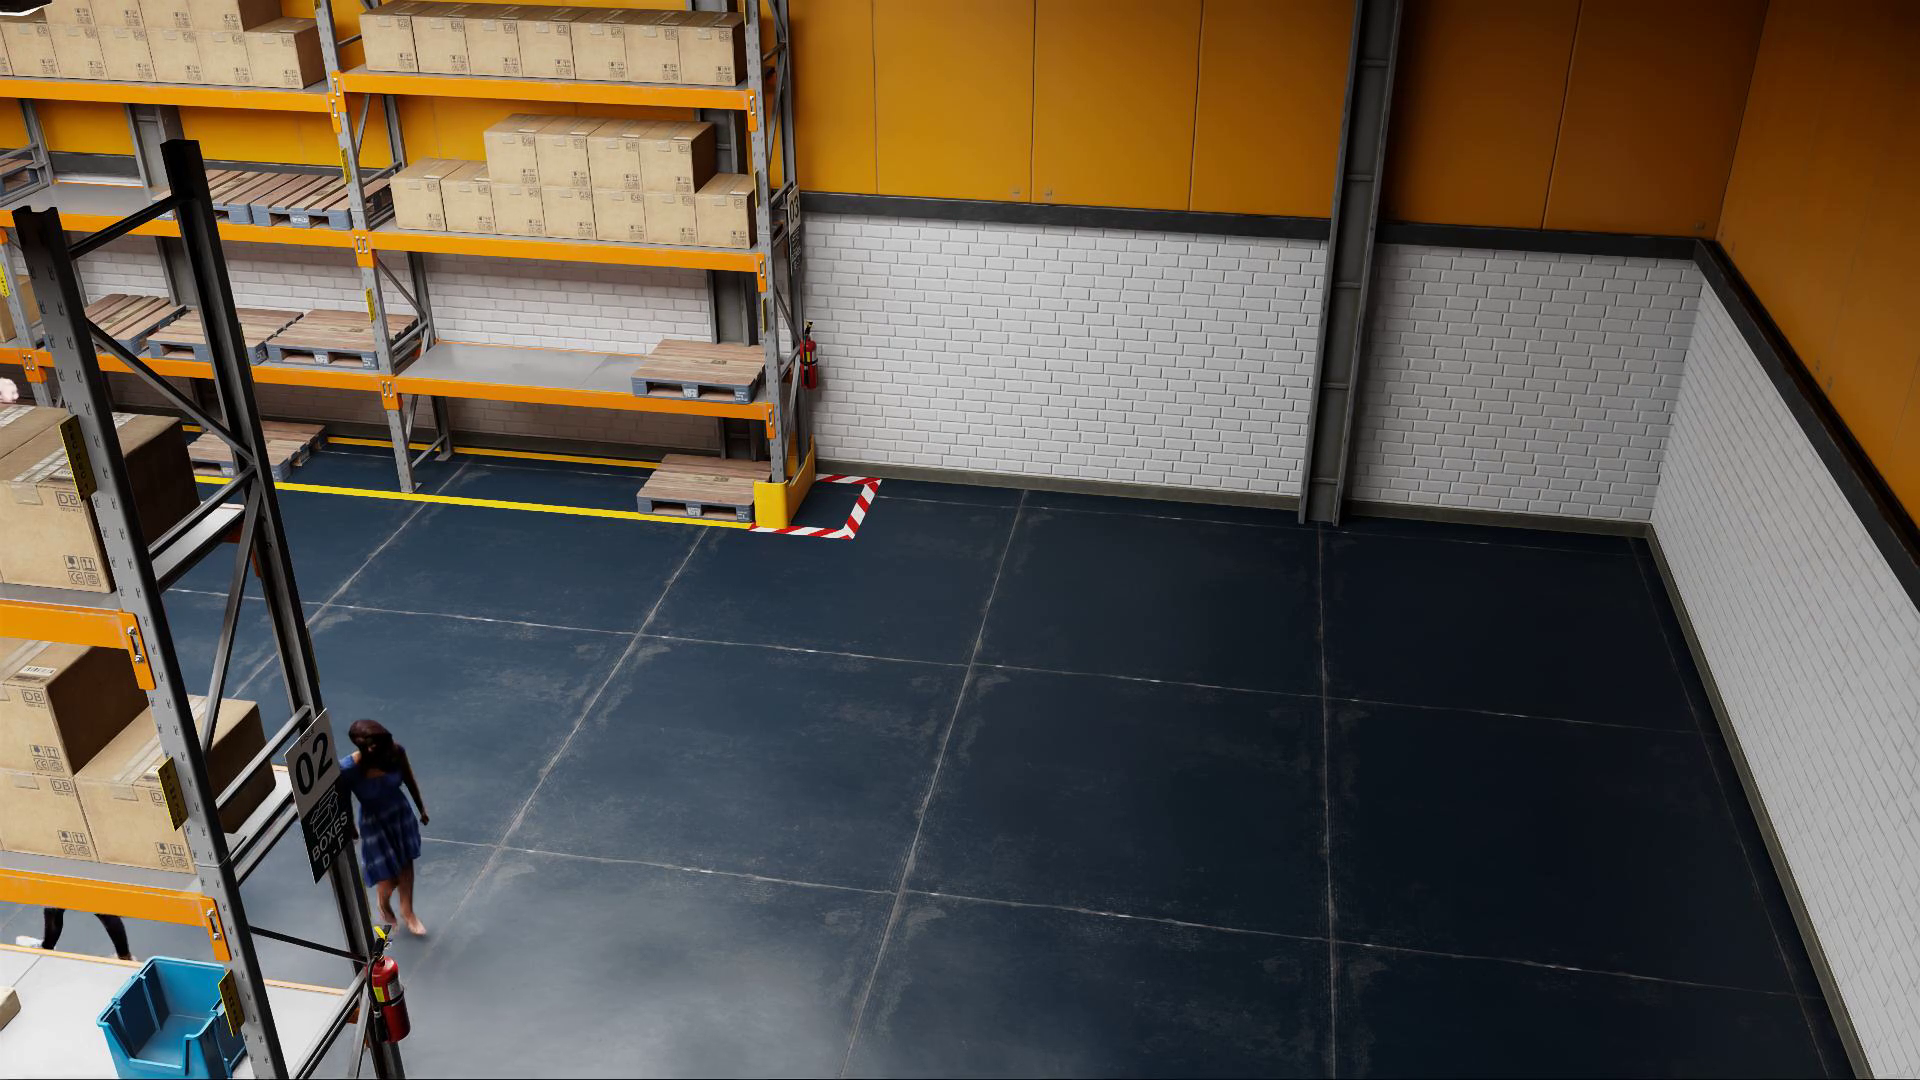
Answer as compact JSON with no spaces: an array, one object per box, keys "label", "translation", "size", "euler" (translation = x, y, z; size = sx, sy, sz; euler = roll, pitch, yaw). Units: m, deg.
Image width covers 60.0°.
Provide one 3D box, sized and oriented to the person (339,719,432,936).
[{"label":"person","translation":[-3.835,1.889,10.999],"size":[0.849,1.793,0.806],"euler":[24,36,36]}]
